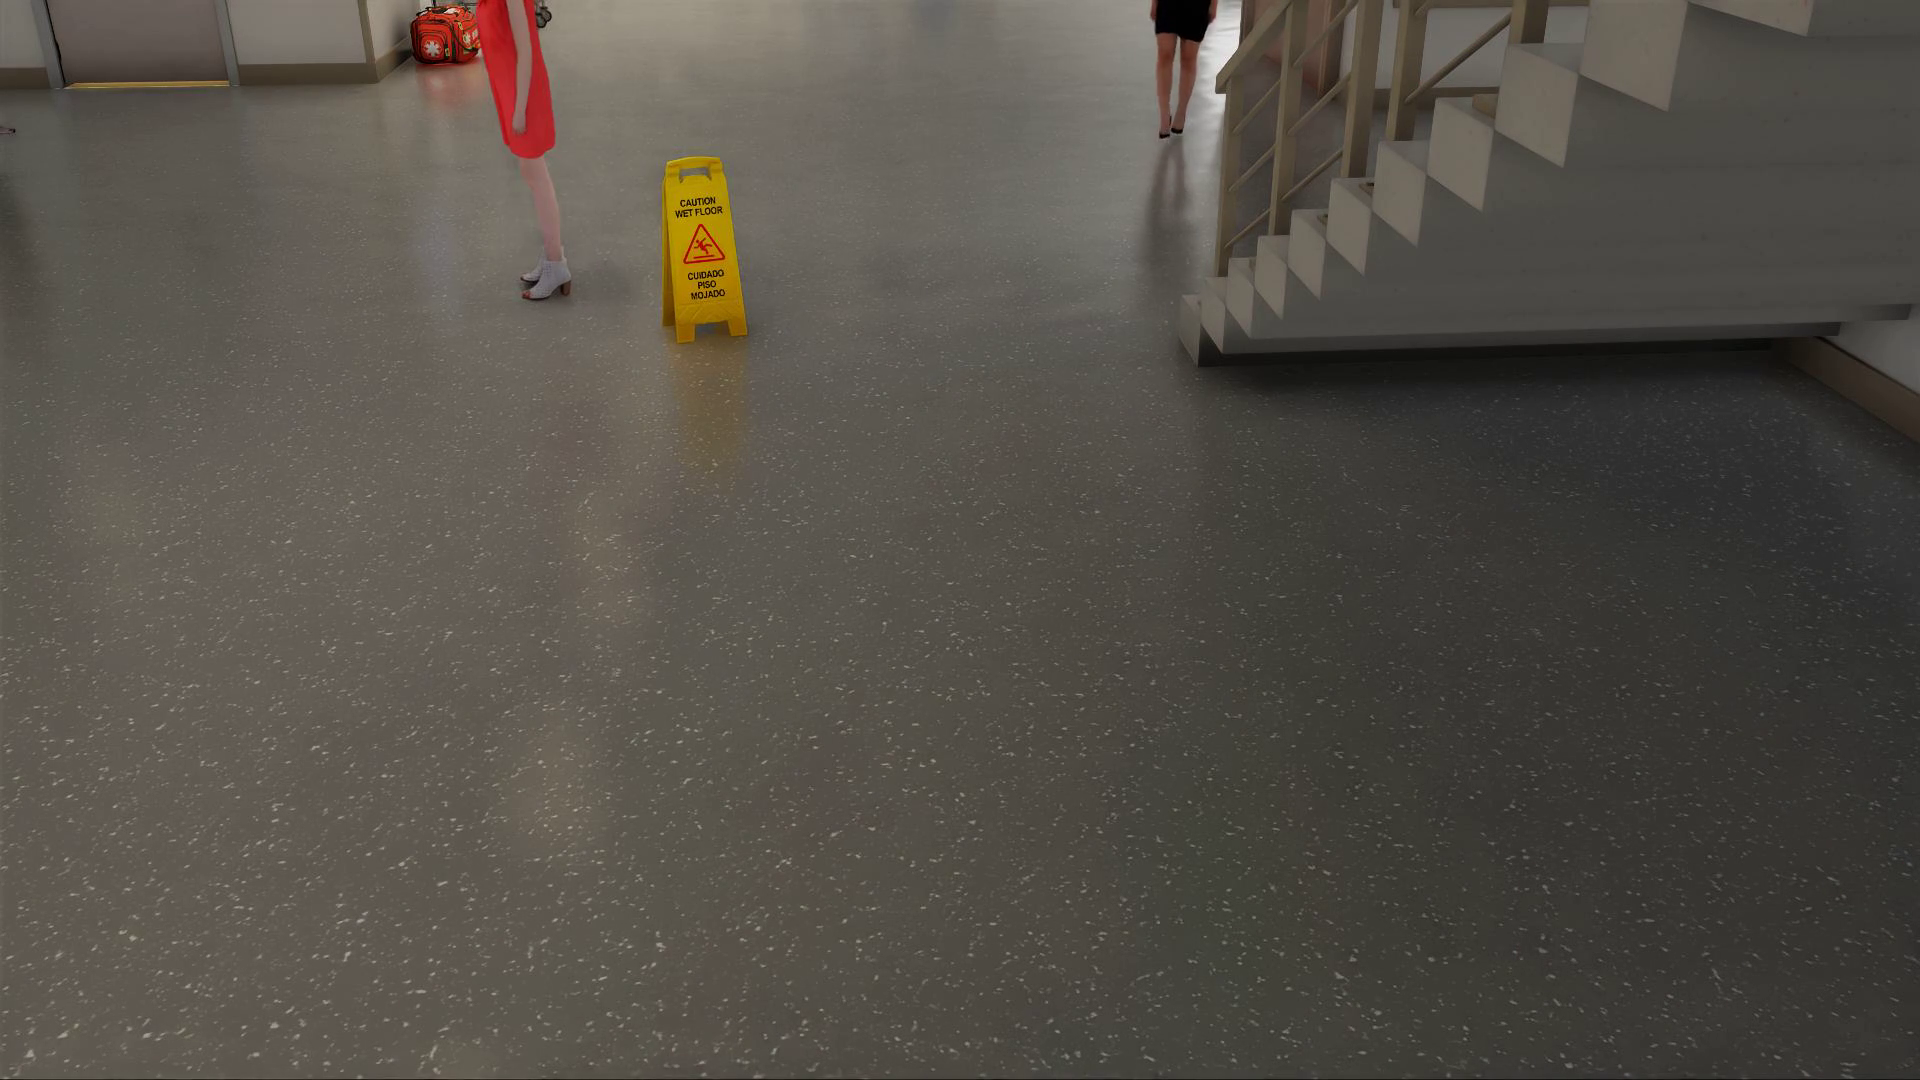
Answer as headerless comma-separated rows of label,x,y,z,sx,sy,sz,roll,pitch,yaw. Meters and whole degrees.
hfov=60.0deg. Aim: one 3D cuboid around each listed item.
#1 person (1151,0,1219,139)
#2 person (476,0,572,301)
person,1.475,-3.516,10.956,0.706,1.682,0.804,4,26,8
person,-2.027,-2.043,7.735,0.689,1.826,0.494,-6,26,-12
